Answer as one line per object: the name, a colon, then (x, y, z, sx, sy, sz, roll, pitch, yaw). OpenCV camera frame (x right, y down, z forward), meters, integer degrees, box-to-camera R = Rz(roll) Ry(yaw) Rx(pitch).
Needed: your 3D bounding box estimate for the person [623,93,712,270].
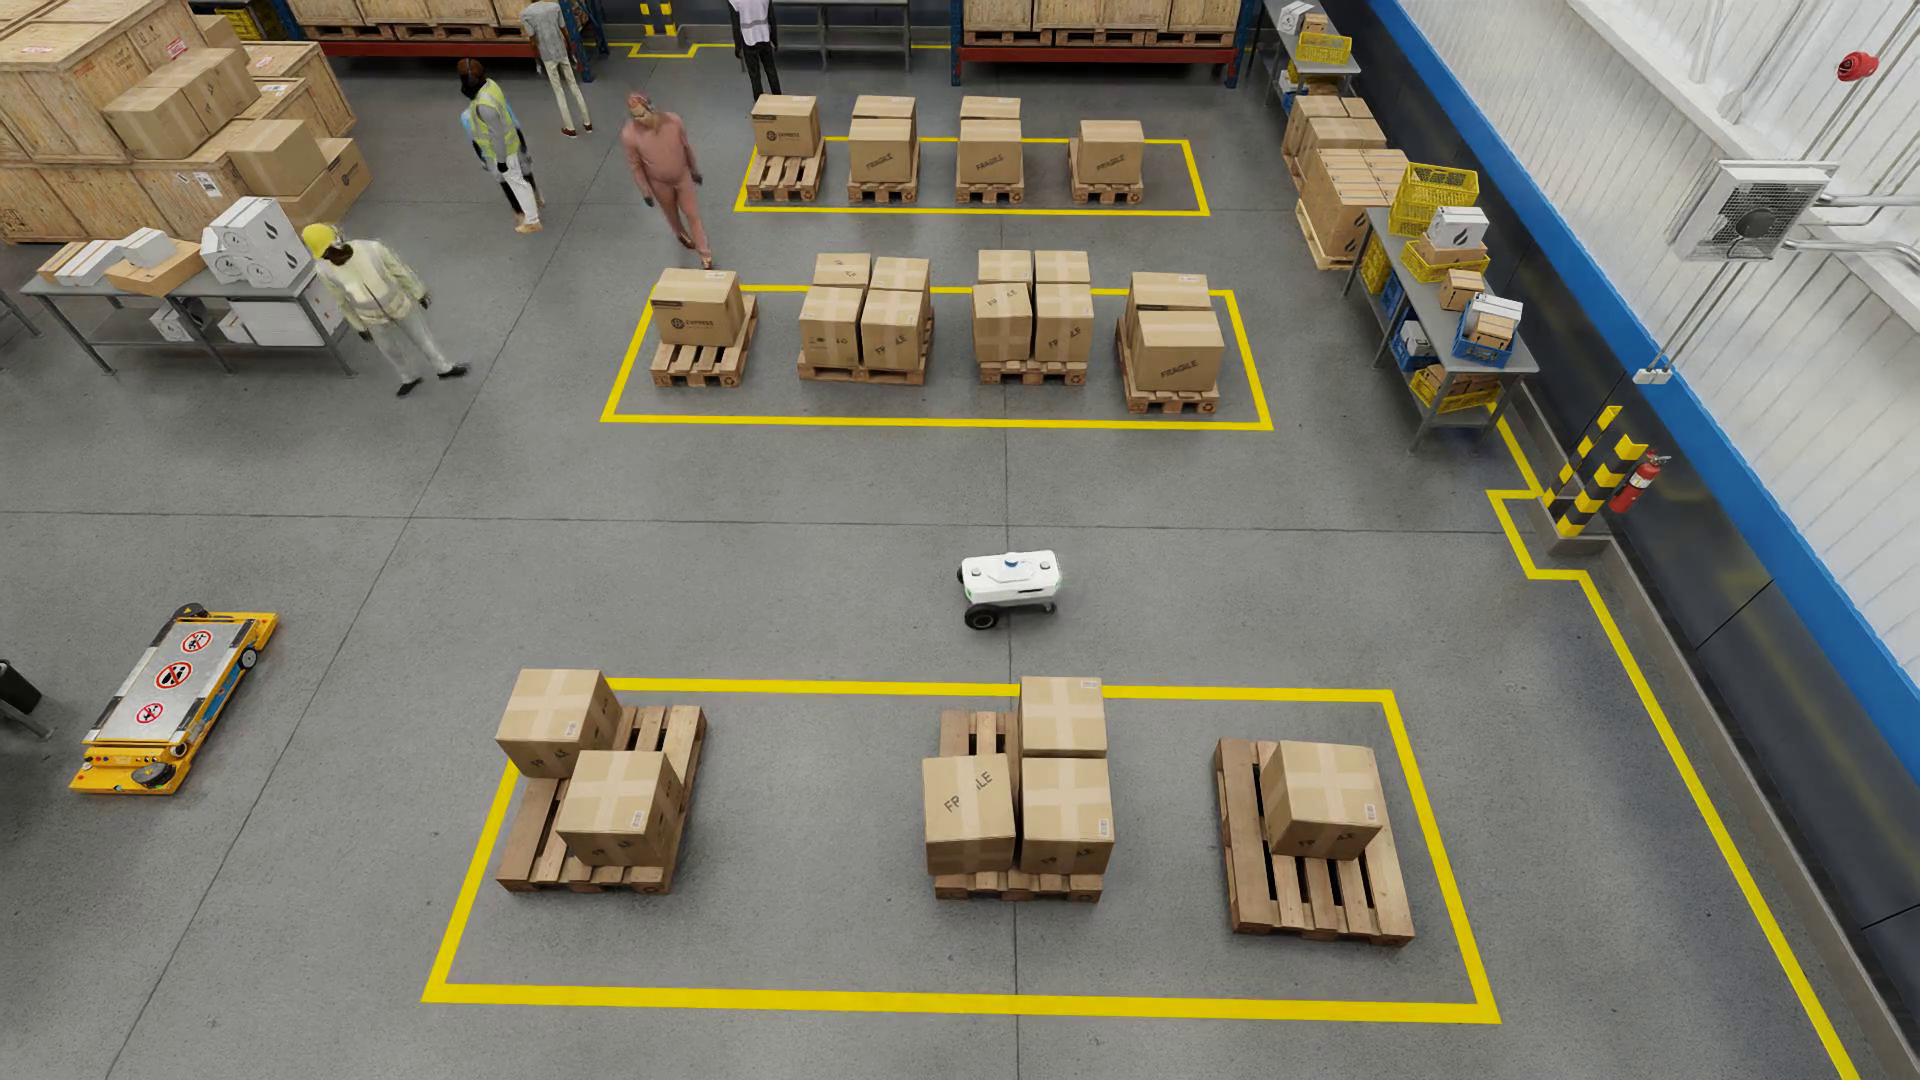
person: (-2.984, -3.714, 9.478, 0.713, 1.865, 0.866, -21, 53, -17)

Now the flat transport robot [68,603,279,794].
flat transport robot: (-5.504, 1.072, 6.442, 0.652, 0.197, 1.431, 1, 50, 1)

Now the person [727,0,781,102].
person: (-2.588, -6.345, 11.647, 0.596, 1.916, 0.374, -26, 55, -20)

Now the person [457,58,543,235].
person: (-4.971, -4.246, 9.921, 0.429, 1.844, 0.627, -14, 51, -12)

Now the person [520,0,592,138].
person: (-5.032, -5.979, 11.368, 0.515, 1.872, 0.328, -31, 57, -24)

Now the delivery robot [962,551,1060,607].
delivery robot: (0.378, 0.280, 6.868, 0.707, 0.478, 0.477, -6, 50, -5)

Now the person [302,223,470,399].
person: (-5.024, -2.041, 8.099, 0.723, 1.788, 0.407, -26, 54, -20)

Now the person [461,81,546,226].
person: (-5.034, -4.272, 10.054, 0.549, 1.675, 0.589, -22, 53, -17)
